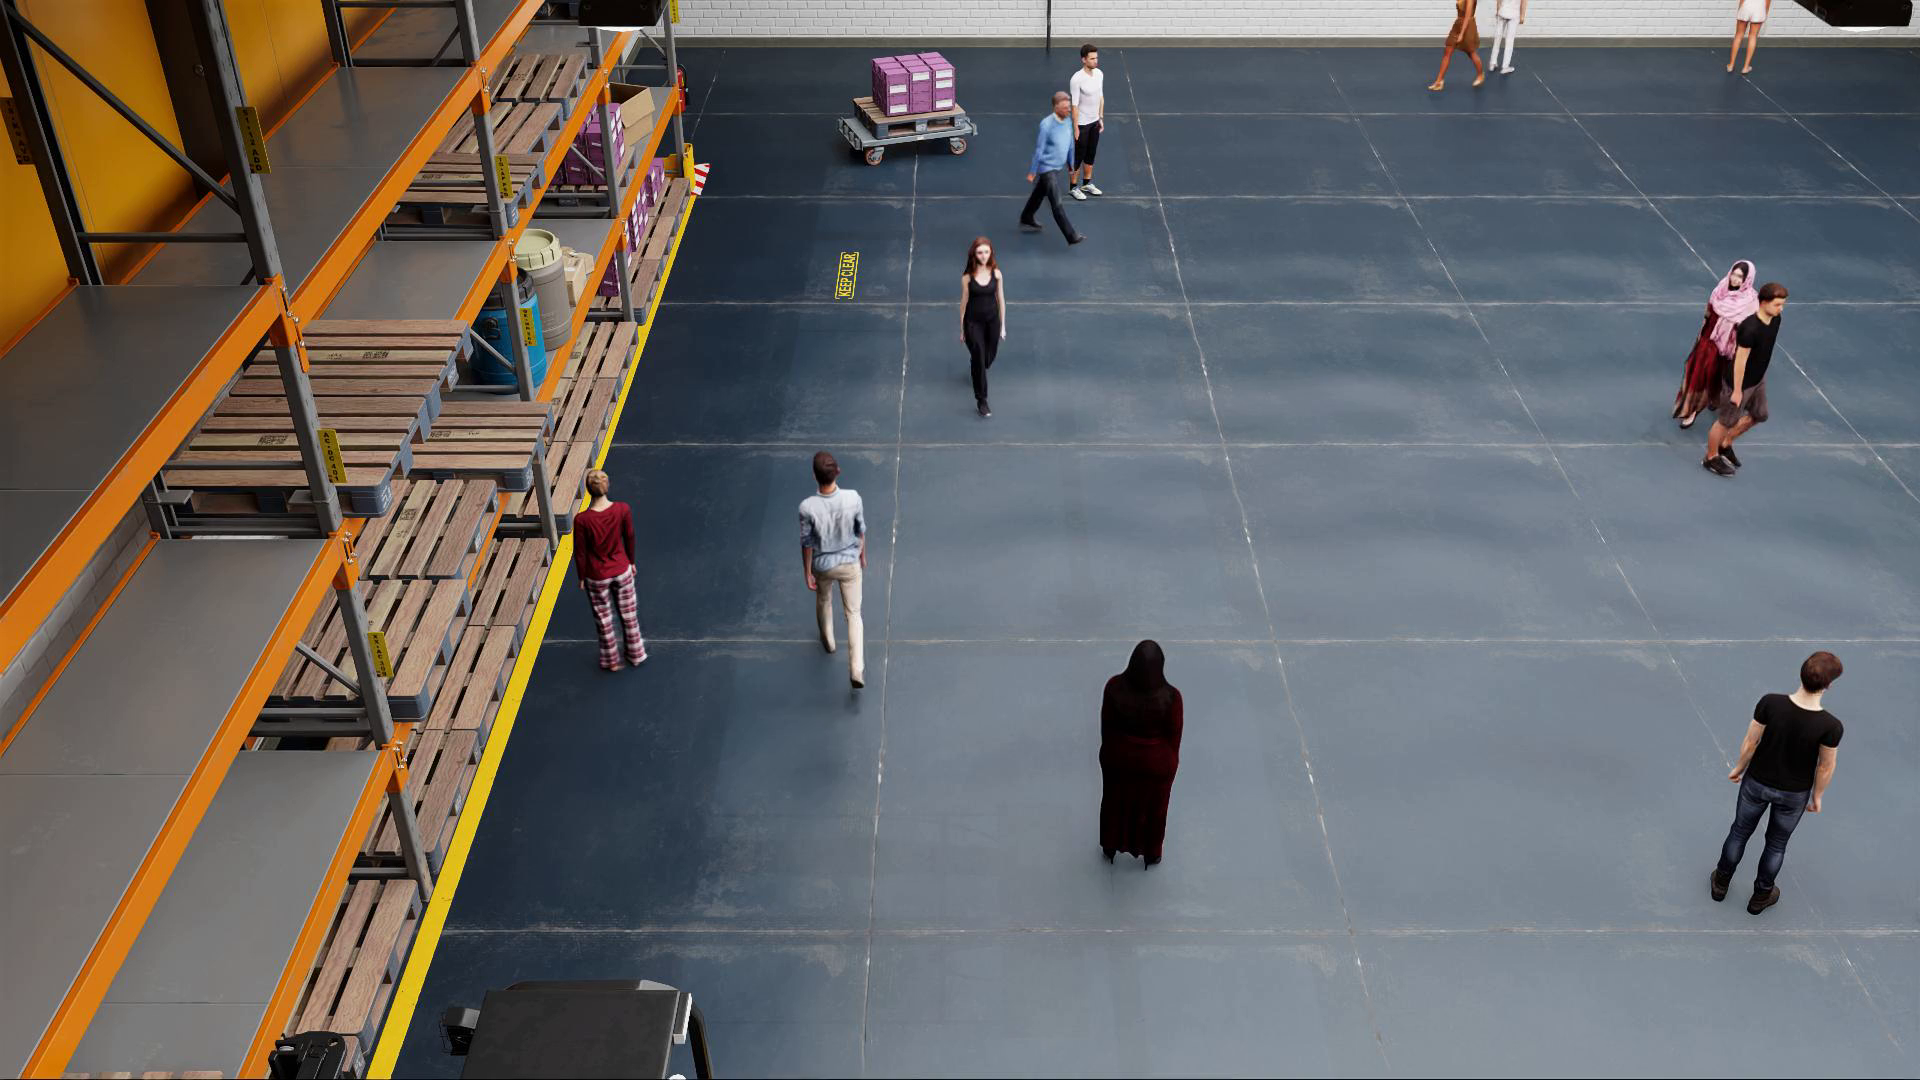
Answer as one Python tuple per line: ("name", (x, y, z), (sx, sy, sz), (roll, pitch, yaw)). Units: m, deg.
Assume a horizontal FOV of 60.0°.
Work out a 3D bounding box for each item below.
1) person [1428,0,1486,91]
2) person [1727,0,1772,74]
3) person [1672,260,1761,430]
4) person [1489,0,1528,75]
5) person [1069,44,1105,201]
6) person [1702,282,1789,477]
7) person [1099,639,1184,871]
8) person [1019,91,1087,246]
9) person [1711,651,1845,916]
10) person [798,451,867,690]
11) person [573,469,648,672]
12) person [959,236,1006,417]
("person", (7.112, -7.060, 23.182), (0.817, 1.641, 1.073), (-8, 34, -11))
("person", (11.406, -7.605, 23.954), (0.657, 1.695, 0.678), (17, 37, 23))
("person", (7.077, -1.831, 15.353), (1.070, 1.600, 1.145), (28, 43, 35))
("person", (7.909, -7.593, 23.957), (0.677, 1.671, 0.727), (26, 42, 34))
("person", (1.511, -5.026, 19.936), (0.736, 1.848, 0.793), (-28, 43, -35))
("person", (6.788, -1.447, 14.548), (0.812, 1.851, 0.842), (-23, 40, -30))
("person", (1.121, 1.354, 10.419), (0.732, 1.757, 0.699), (9, 35, 13))
("person", (0.972, -4.222, 18.830), (1.272, 1.733, 1.308), (19, 38, 26))
("person", (4.968, 1.477, 10.108), (0.769, 1.896, 0.783), (22, 39, 29))
("person", (-0.881, 0.237, 12.044), (0.759, 1.818, 1.193), (-5, 34, -7))
("person", (-2.580, 0.218, 12.181), (0.686, 1.699, 0.698), (-19, 38, -26))
("person", (0.181, -2.062, 15.583), (0.775, 1.730, 1.072), (-9, 35, -13))
